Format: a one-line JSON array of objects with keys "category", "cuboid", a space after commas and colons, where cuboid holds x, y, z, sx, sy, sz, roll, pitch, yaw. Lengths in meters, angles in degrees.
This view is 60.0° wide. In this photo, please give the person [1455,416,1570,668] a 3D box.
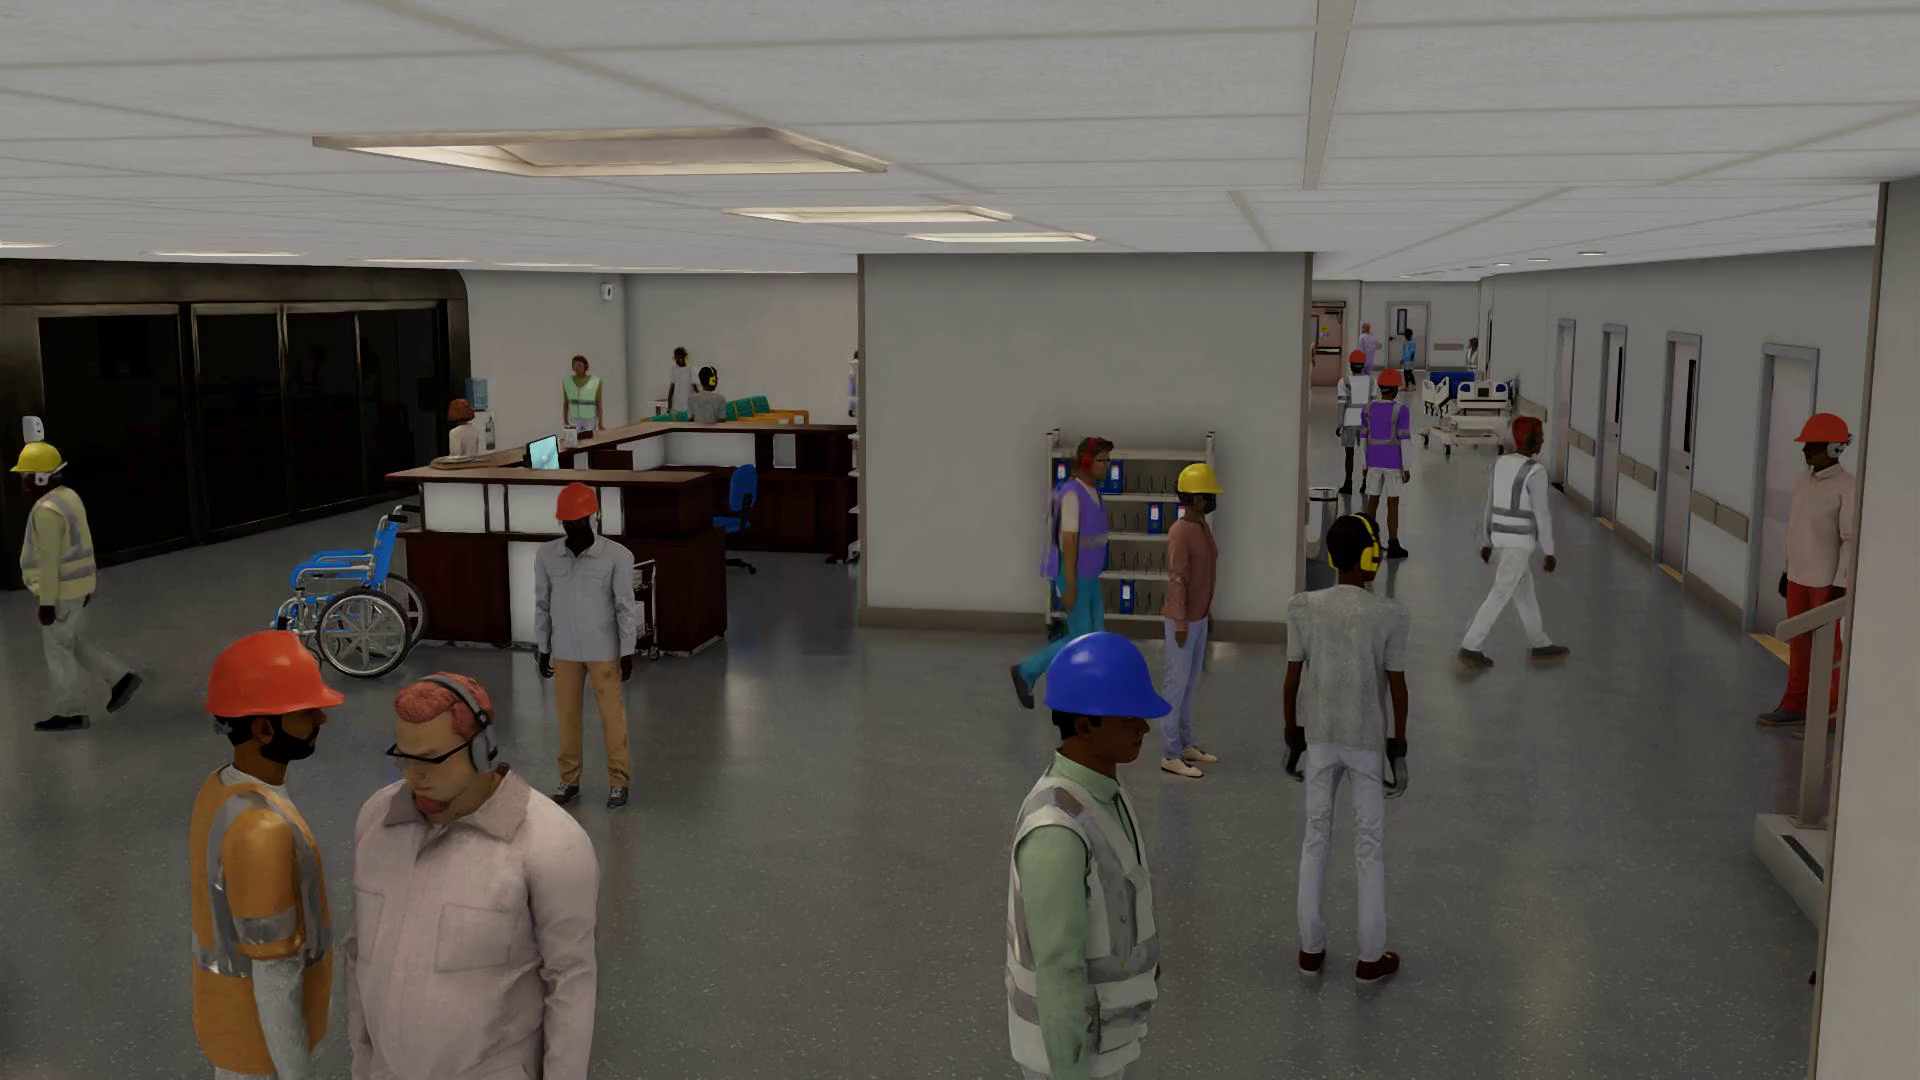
[{"category": "person", "cuboid": [4.038, 0.016, 12.089, 0.999, 1.835, 0.599, -2, 9, -14]}]

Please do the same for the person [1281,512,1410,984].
[{"category": "person", "cuboid": [1.530, 0.822, 6.611, 0.513, 1.865, 0.329, 4, 10, 27]}]

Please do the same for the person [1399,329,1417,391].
[{"category": "person", "cuboid": [12.061, -4.814, 44.636, 0.402, 1.679, 0.578, -2, 9, -12]}]

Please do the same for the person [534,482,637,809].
[{"category": "person", "cuboid": [-1.982, 0.558, 8.769, 0.563, 1.742, 0.361, 2, 9, 10]}]

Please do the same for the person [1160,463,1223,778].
[{"category": "person", "cuboid": [1.323, 0.443, 9.451, 0.317, 1.769, 0.523, 4, 9, 25]}]

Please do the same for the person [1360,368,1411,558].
[{"category": "person", "cuboid": [4.362, -0.784, 17.019, 0.542, 1.939, 0.361, 8, 11, 41]}]

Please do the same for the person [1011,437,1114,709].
[{"category": "person", "cuboid": [0.699, 0.251, 10.553, 0.627, 1.818, 0.610, 3, 9, 21]}]

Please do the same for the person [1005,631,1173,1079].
[{"category": "person", "cuboid": [0.300, 1.174, 3.994, 0.391, 1.948, 0.605, 2, 9, 12]}]

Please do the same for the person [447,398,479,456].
[{"category": "person", "cuboid": [-5.075, -0.629, 17.009, 0.284, 1.633, 0.500, 1, 9, 10]}]

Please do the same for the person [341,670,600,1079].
[{"category": "person", "cuboid": [-1.142, 1.230, 3.785, 0.636, 1.903, 0.406, 3, 9, 19]}]

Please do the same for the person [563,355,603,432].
[{"category": "person", "cuboid": [-5.283, -1.686, 23.362, 0.574, 1.829, 0.452, 1, 9, 4]}]

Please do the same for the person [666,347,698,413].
[{"category": "person", "cuboid": [-4.353, -2.117, 26.174, 0.659, 1.842, 0.435, 5, 10, 28]}]

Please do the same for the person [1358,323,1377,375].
[{"category": "person", "cuboid": [10.218, -4.530, 42.037, 0.659, 1.885, 0.454, -5, 10, -32]}]

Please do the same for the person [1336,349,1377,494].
[{"category": "person", "cuboid": [5.303, -1.579, 22.298, 0.545, 1.939, 0.373, -1, 9, -5]}]

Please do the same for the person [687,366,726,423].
[{"category": "person", "cuboid": [-2.878, -1.056, 19.082, 0.519, 1.865, 0.331, 3, 9, 17]}]

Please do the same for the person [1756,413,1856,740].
[{"category": "person", "cuboid": [5.234, 0.219, 10.177, 0.375, 1.995, 0.610, -1, 9, -8]}]

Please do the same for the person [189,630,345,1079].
[{"category": "person", "cuboid": [-1.648, 1.174, 4.031, 0.375, 1.939, 0.546, -5, 10, -31]}]

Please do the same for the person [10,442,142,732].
[{"category": "person", "cuboid": [-5.524, 0.288, 10.330, 0.555, 1.819, 0.605, -3, 9, -18]}]
